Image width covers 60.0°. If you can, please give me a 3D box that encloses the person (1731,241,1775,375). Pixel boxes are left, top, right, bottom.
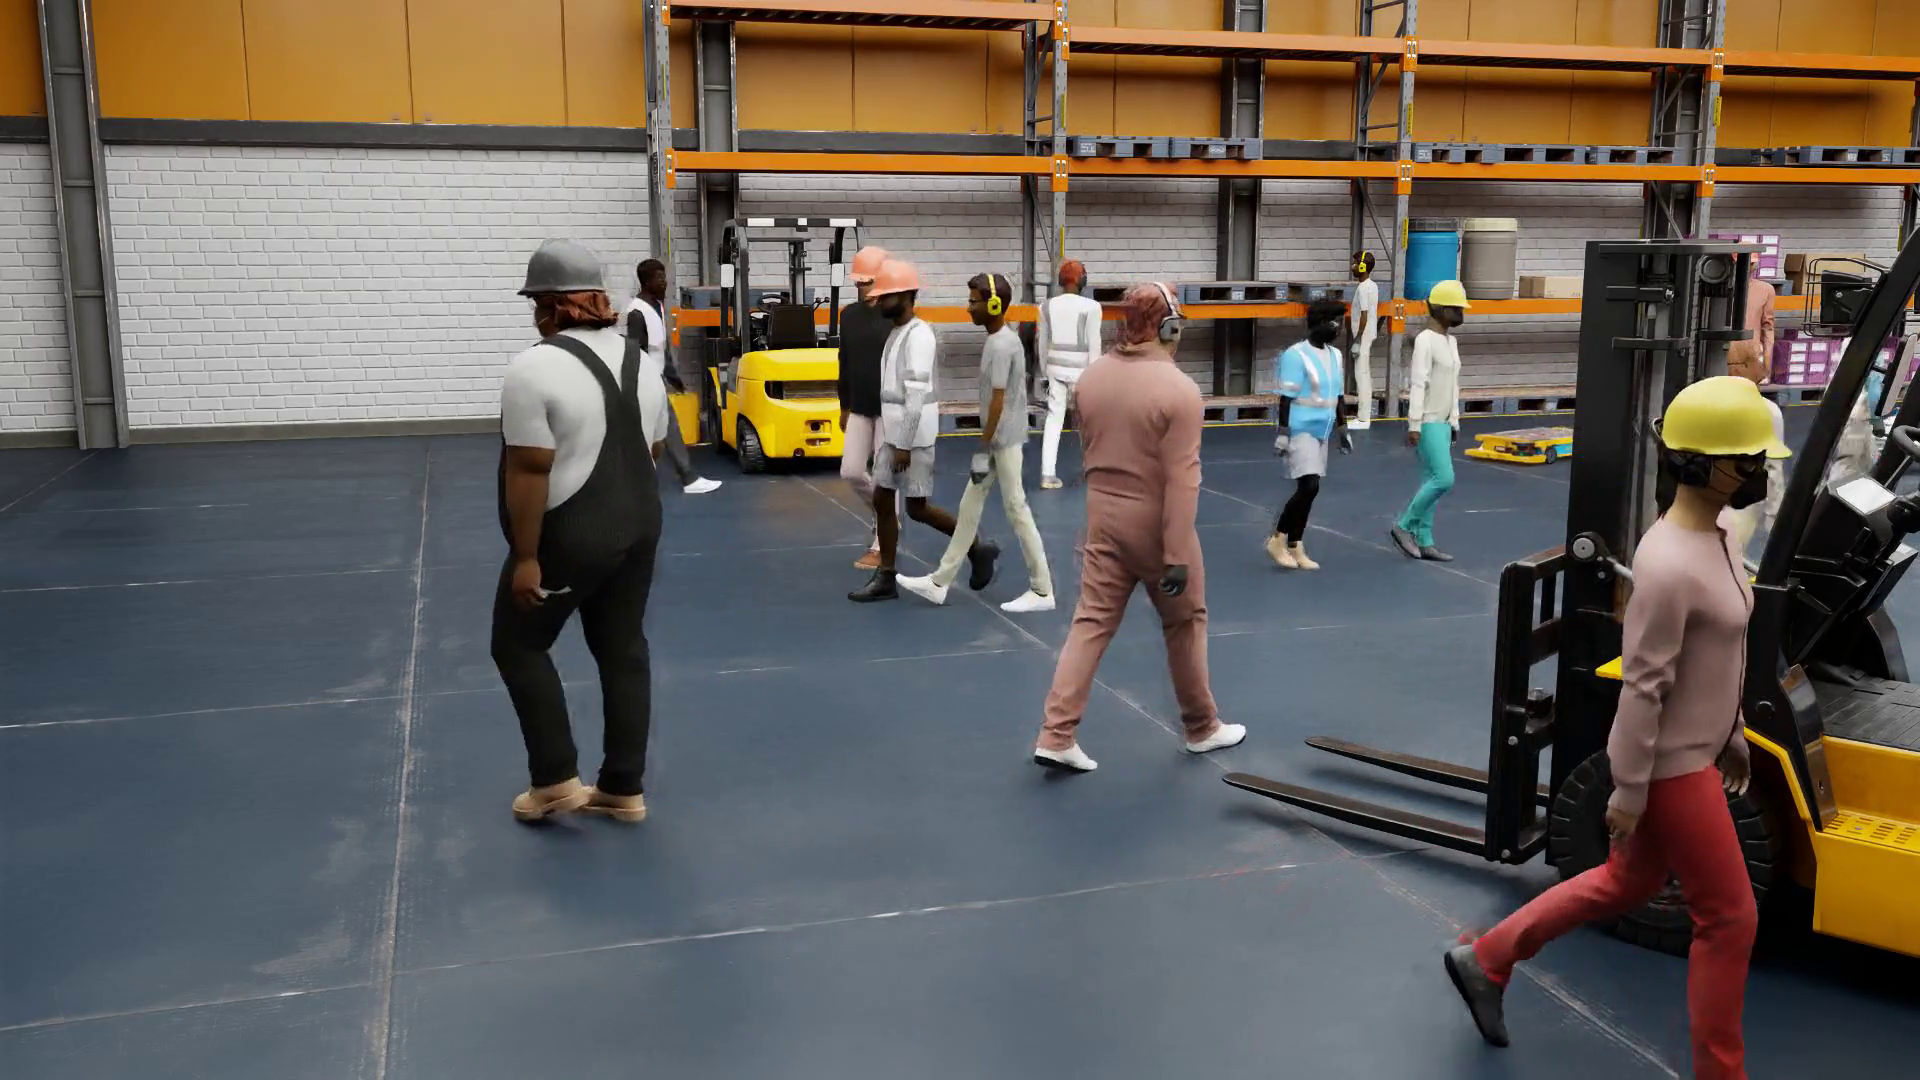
[{"bbox_3d":[6.961,-1.676,14.916,0.619,1.985,0.406,2,10,9],"label":"person"}]

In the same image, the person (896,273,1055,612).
[{"bbox_3d":[0.104,-0.505,8.930,0.880,1.823,0.531,-1,10,-3],"label":"person"}]

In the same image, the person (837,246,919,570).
[{"bbox_3d":[-0.506,-0.796,10.142,0.661,1.963,0.517,7,13,35],"label":"person"}]

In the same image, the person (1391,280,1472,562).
[{"bbox_3d":[2.966,-0.725,10.294,0.361,1.754,0.535,7,13,35],"label":"person"}]

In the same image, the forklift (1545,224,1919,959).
[{"bbox_3d":[2.909,0.117,4.508,2.313,2.155,1.214,9,14,40],"label":"forklift"}]

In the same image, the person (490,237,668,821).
[{"bbox_3d":[-1.337,-0.024,5.706,0.587,2.000,0.723,6,12,32],"label":"person"}]

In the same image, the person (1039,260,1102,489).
[{"bbox_3d":[0.899,-1.345,13.513,0.589,1.843,0.891,6,12,28],"label":"person"}]

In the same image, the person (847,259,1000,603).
[{"bbox_3d":[-0.209,-0.591,9.194,0.782,1.910,0.540,-4,11,-21],"label":"person"}]

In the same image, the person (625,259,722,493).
[{"bbox_3d":[-2.469,-1.283,13.149,1.054,1.865,0.591,0,10,-2],"label":"person"}]

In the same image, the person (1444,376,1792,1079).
[{"bbox_3d":[1.564,0.475,3.823,0.826,1.732,0.520,6,12,30],"label":"person"}]

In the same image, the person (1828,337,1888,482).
[{"bbox_3d":[6.130,-0.844,11.356,0.389,1.624,0.517,3,11,16],"label":"person"}]

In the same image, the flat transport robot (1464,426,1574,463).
[{"bbox_3d":[5.347,-0.882,15.261,1.431,0.197,0.652,-8,13,-36],"label":"flat transport robot"}]

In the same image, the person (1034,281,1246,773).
[{"bbox_3d":[0.676,-0.040,6.301,0.983,1.871,0.650,-9,14,-41],"label":"person"}]

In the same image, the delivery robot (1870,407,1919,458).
[{"bbox_3d":[8.118,-0.901,14.331,0.707,0.478,0.477,-7,12,-34],"label":"delivery robot"}]

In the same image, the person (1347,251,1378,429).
[{"bbox_3d":[4.227,-2.103,17.569,0.328,1.872,0.513,4,11,21],"label":"person"}]

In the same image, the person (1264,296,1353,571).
[{"bbox_3d":[2.124,-0.633,10.071,0.547,1.672,0.378,-10,14,-44],"label":"person"}]

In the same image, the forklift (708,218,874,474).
[{"bbox_3d":[-1.522,-1.778,14.899,1.214,2.155,2.313,-3,11,-17],"label":"forklift"}]

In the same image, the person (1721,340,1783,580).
[{"bbox_3d":[3.461,-0.132,7.545,0.868,1.586,0.524,-4,11,-19],"label":"person"}]
